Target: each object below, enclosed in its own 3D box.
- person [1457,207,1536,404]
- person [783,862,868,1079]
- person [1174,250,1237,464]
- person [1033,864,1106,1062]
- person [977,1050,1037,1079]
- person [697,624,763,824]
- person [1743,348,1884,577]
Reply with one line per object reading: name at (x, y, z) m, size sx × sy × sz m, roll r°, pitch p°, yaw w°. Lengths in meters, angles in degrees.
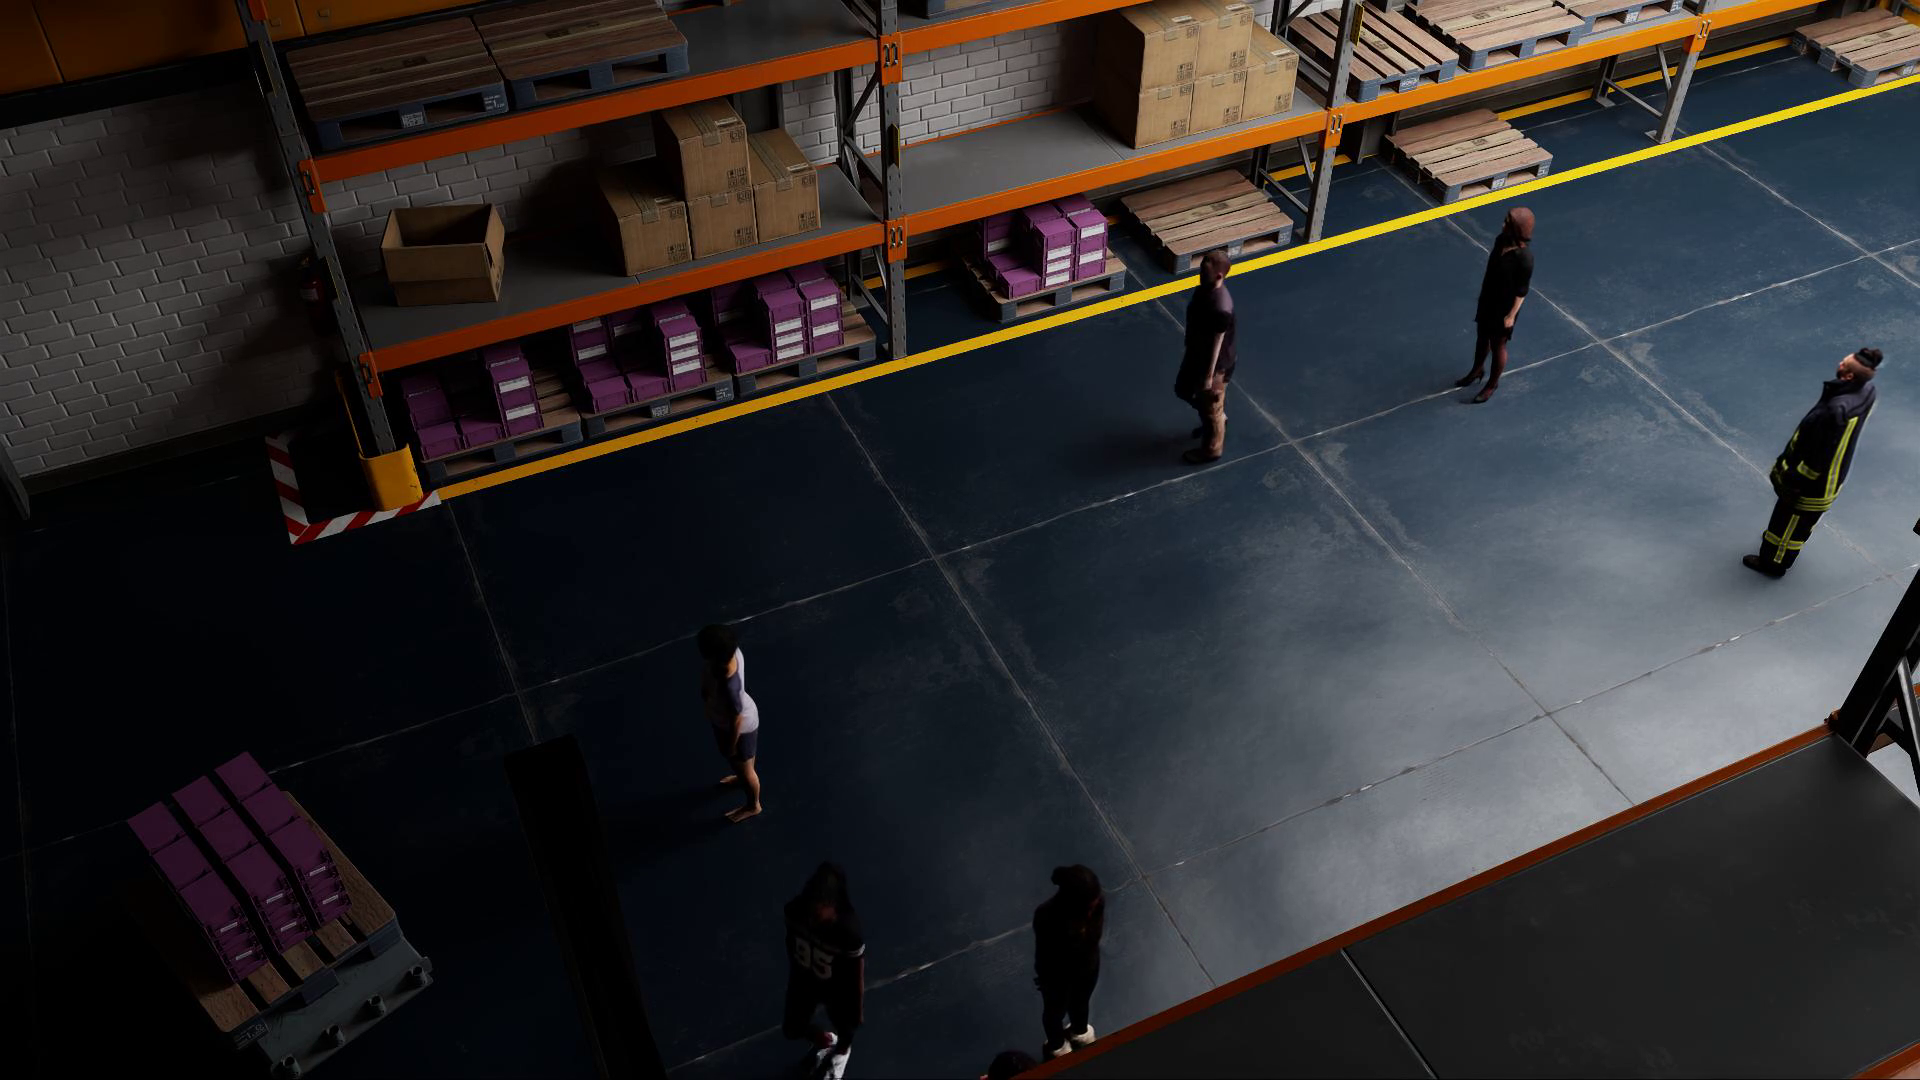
person at (4.087, -1.782, 12.579) m, size 0.534 × 1.703 × 0.608 m, roll -13°, pitch 45°, yaw -13°
person at (-0.629, 2.171, 8.414) m, size 0.764 × 1.723 × 0.815 m, roll 18°, pitch 47°, yaw 18°
person at (1.893, -1.327, 12.013) m, size 0.772 × 1.825 × 0.766 m, roll -8°, pitch 44°, yaw -8°
person at (0.546, 2.165, 8.466) m, size 0.609 × 1.662 × 0.664 m, roll 0°, pitch 44°, yaw 0°
person at (0.139, 2.908, 7.777) m, size 0.656 × 1.537 × 0.618 m, roll -32°, pitch 52°, yaw -29°
person at (-1.324, 1.036, 9.720) m, size 0.600 × 1.567 × 0.614 m, roll -7°, pitch 44°, yaw -7°
person at (5.757, -0.537, 11.157) m, size 0.917 × 1.862 × 0.774 m, roll 34°, pitch 53°, yaw 30°
